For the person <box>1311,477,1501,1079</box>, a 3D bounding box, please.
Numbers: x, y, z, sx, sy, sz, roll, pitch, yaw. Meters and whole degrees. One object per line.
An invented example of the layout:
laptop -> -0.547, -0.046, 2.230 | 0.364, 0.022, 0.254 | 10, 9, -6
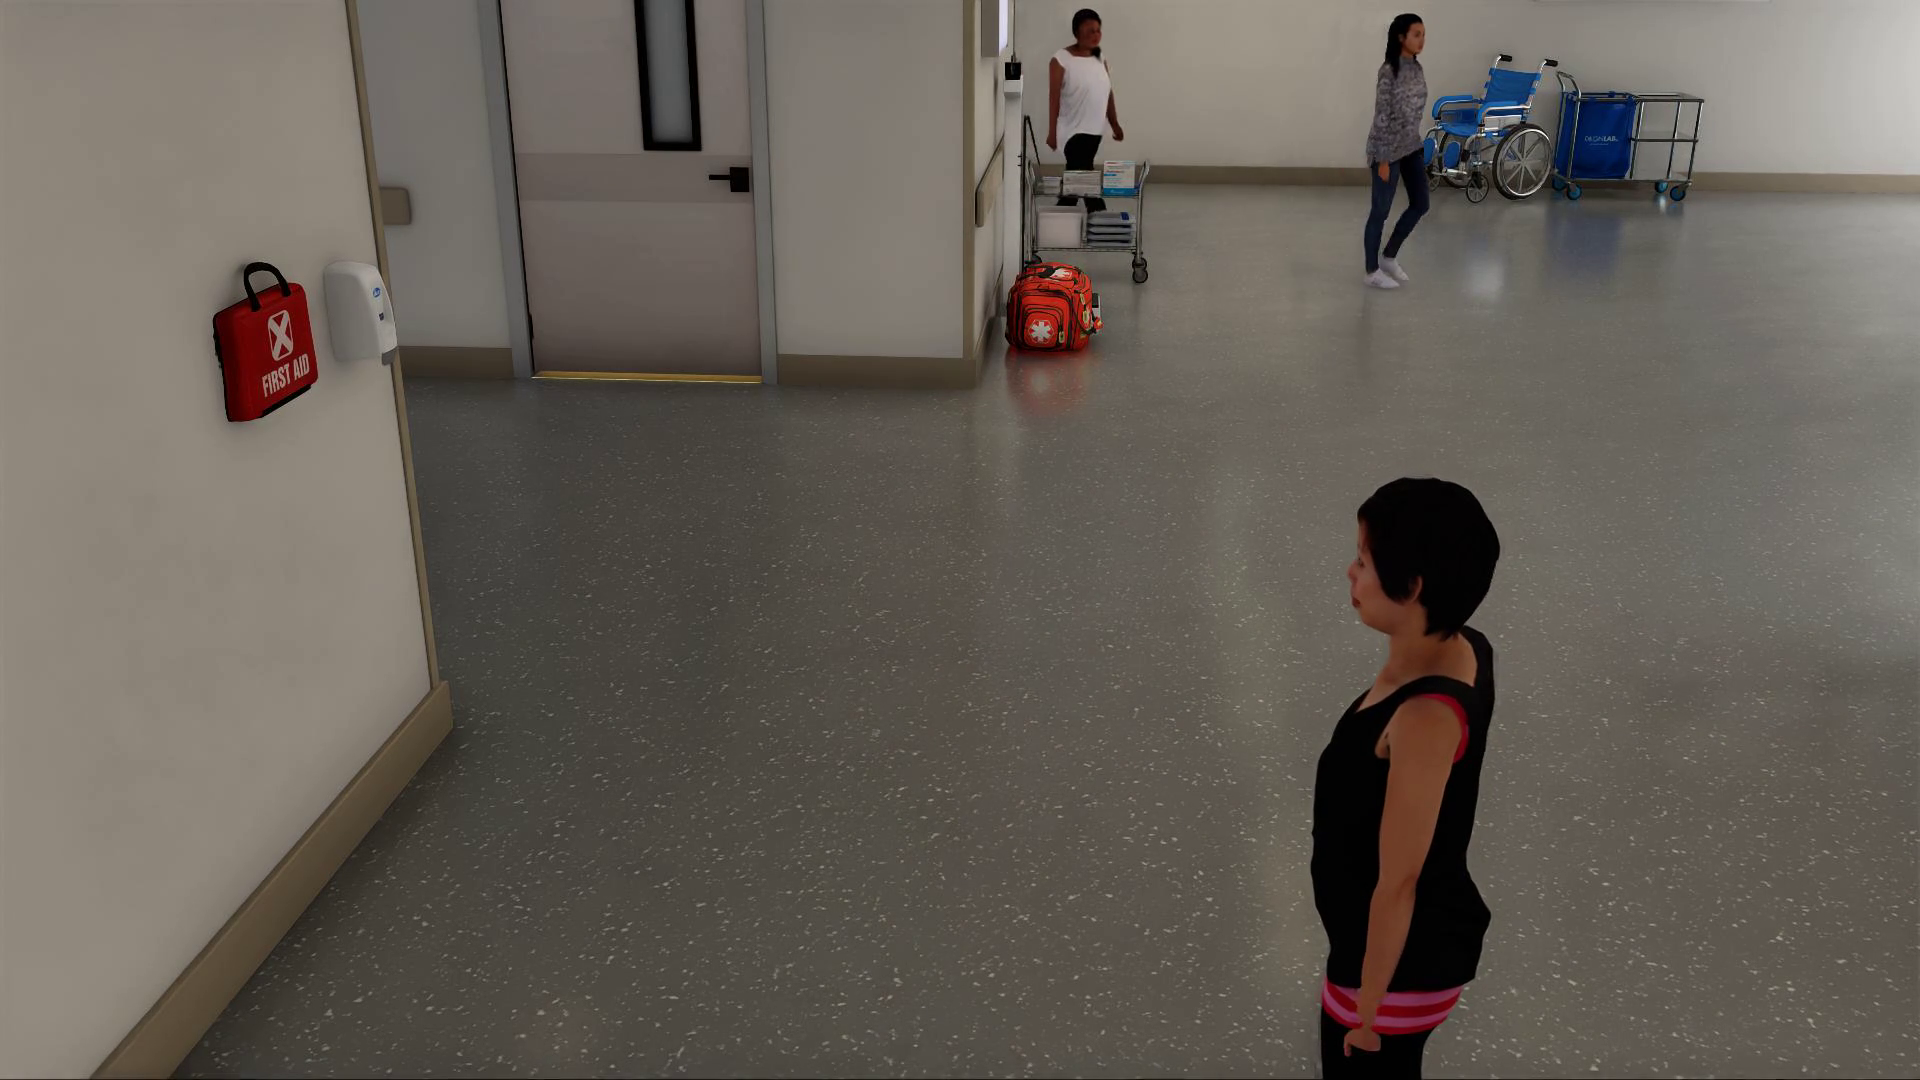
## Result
person -> 0.716, 0.636, 2.701 | 0.656, 1.551, 0.531 | 8, 22, 20

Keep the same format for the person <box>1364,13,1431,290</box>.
person -> 2.737, -2.496, 10.726 | 0.748, 1.724, 0.805 | -16, 26, -36

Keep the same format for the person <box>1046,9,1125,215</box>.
person -> 0.836, -2.963, 12.061 | 1.098, 1.651, 1.126 | -19, 28, -41
